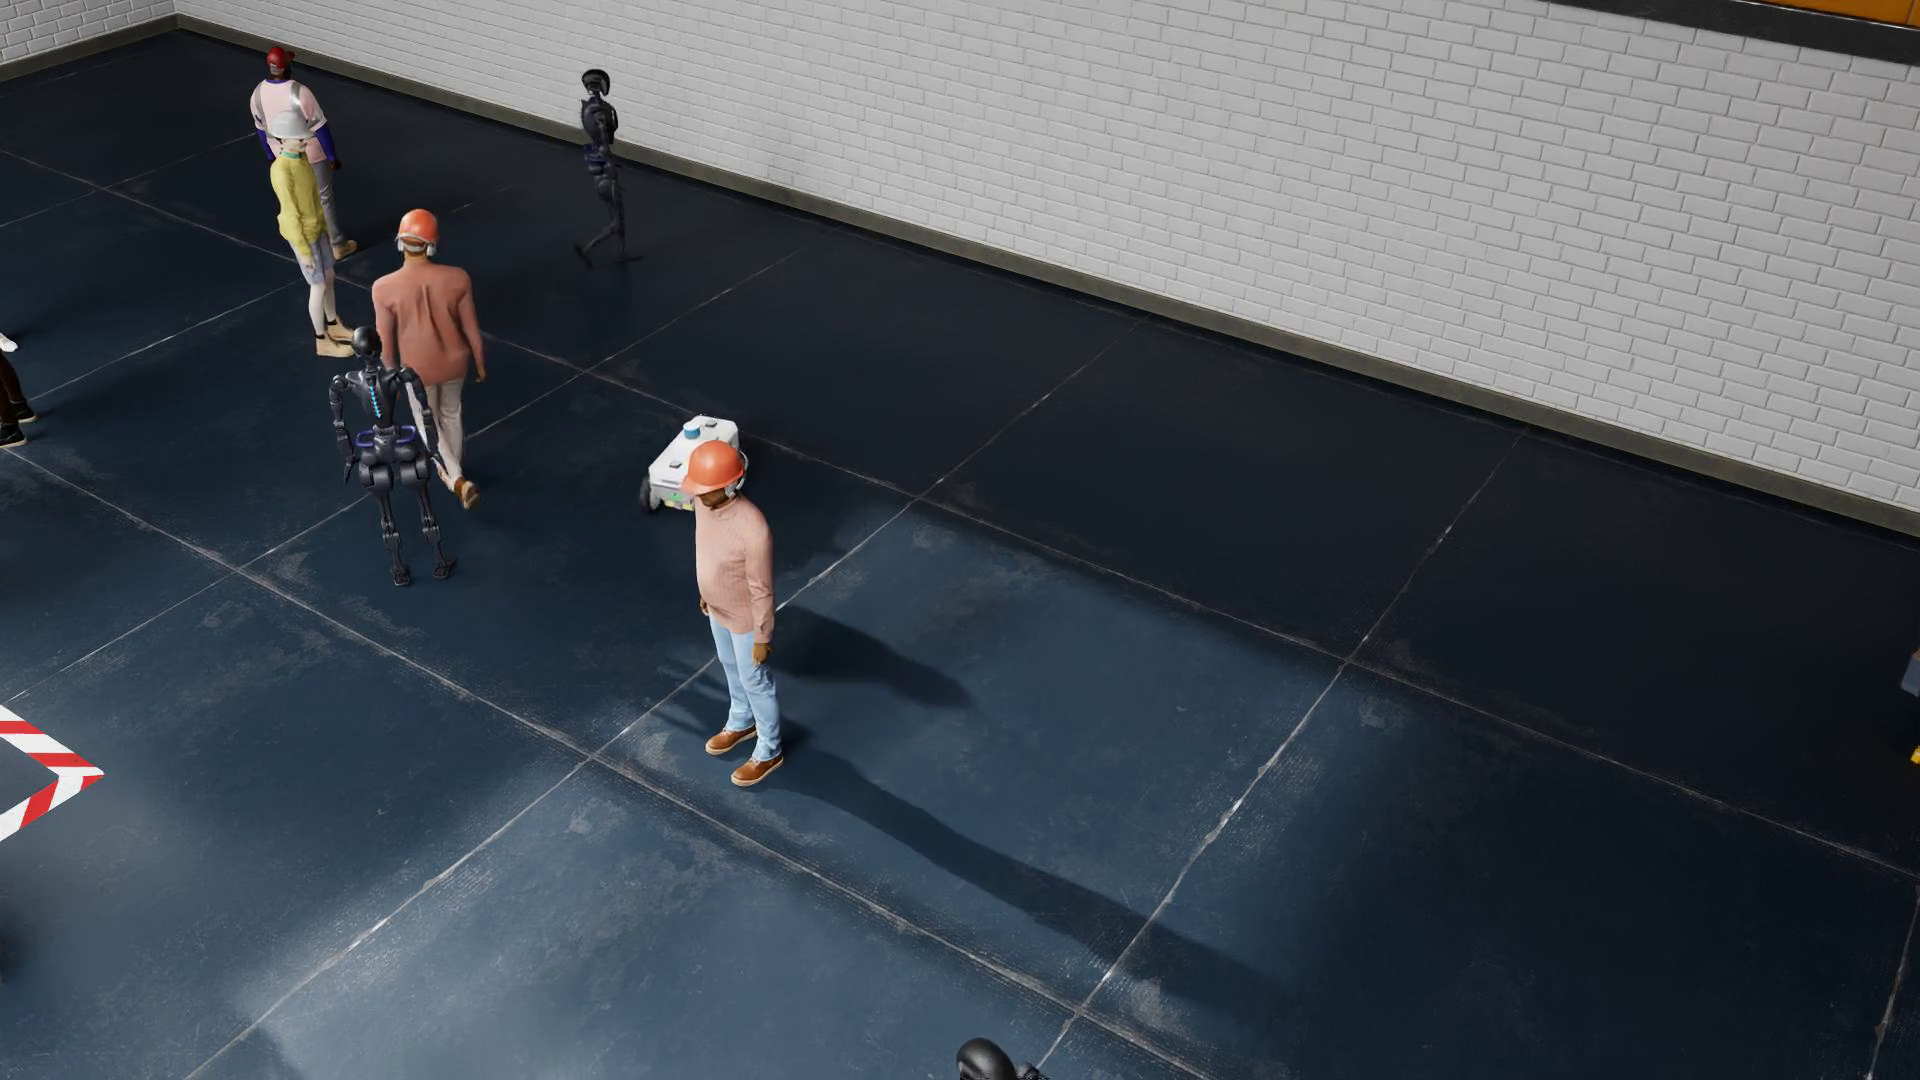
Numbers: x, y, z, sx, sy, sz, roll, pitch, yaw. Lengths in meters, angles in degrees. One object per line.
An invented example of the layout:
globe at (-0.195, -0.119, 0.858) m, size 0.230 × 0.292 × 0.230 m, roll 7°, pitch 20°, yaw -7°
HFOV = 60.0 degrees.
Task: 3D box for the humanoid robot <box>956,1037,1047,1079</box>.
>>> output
humanoid robot at (0.183, 2.321, 5.714) m, size 0.504 × 1.642 × 0.601 m, roll 28°, pitch 43°, yaw 34°

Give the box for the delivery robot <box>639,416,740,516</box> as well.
delivery robot at (-1.709, -0.466, 10.683) m, size 0.499 × 0.598 × 0.779 m, roll 11°, pitch 36°, yaw 15°

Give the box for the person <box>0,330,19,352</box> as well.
person at (-7.299, -2.169, 11.964) m, size 0.329 × 1.876 × 0.507 m, roll 27°, pitch 43°, yaw 33°

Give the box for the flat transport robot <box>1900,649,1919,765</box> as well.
flat transport robot at (5.757, 1.001, 8.832) m, size 1.431 × 0.231 × 0.659 m, roll -23°, pitch 41°, yaw -29°

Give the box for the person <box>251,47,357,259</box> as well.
person at (-5.299, -3.106, 13.408) m, size 0.598 × 1.754 × 0.420 m, roll 4°, pitch 35°, yaw 5°

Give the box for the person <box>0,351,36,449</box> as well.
person at (-6.607, -1.519, 10.972) m, size 0.376 × 1.958 × 0.595 m, roll -9°, pitch 36°, yaw -12°

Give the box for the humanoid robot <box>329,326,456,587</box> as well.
humanoid robot at (-3.327, -0.488, 9.720) m, size 0.599 × 1.657 × 0.315 m, roll -7°, pitch 36°, yaw -10°

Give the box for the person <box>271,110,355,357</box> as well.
person at (-4.697, -2.199, 12.010) m, size 0.412 × 1.879 × 0.489 m, roll 0°, pitch 35°, yaw 0°

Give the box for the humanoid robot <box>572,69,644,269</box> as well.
humanoid robot at (-2.898, -2.956, 13.273) m, size 0.546 × 1.643 × 0.589 m, roll -11°, pitch 36°, yaw -15°

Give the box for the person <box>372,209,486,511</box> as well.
person at (-3.240, -1.059, 10.324) m, size 0.629 × 1.946 × 0.737 m, roll -18°, pitch 39°, yaw -24°

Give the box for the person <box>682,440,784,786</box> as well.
person at (-1.127, 0.350, 8.271) m, size 0.403 × 1.986 × 0.610 m, roll -23°, pitch 41°, yaw -29°
